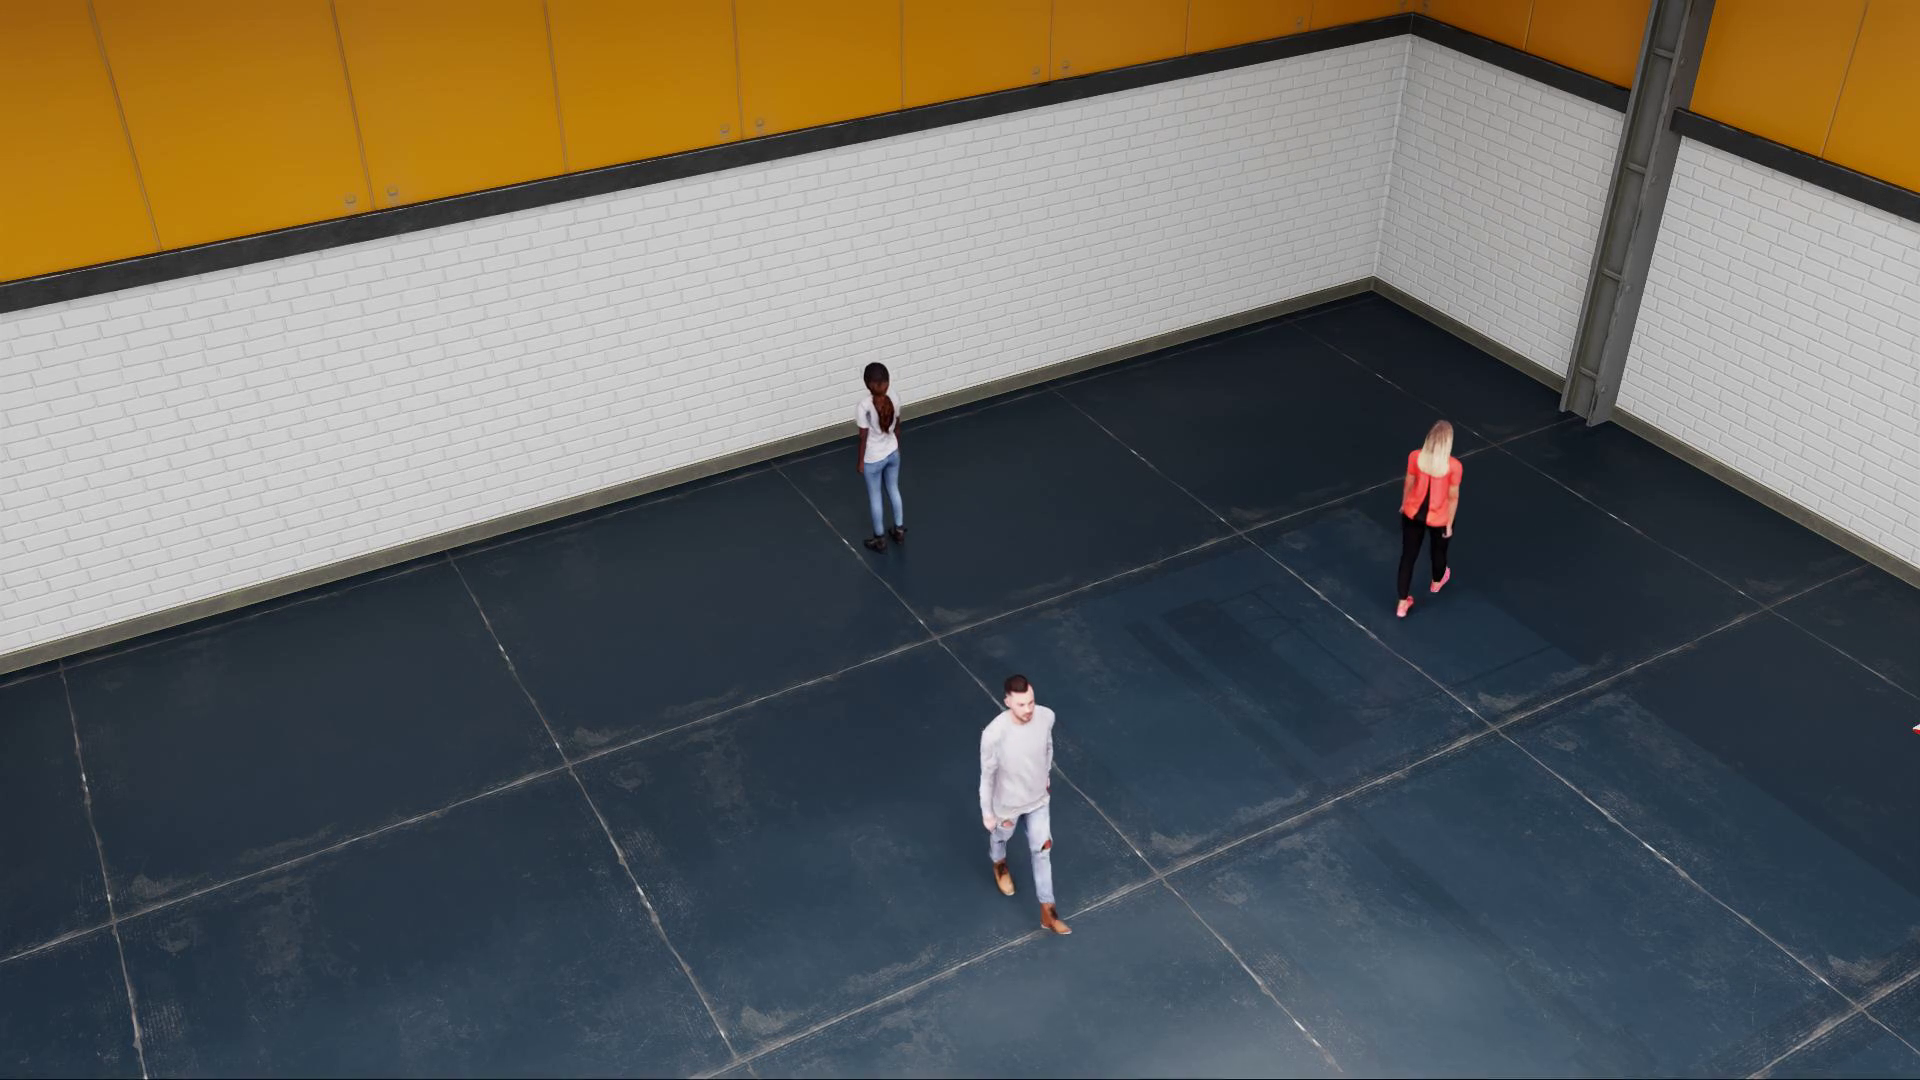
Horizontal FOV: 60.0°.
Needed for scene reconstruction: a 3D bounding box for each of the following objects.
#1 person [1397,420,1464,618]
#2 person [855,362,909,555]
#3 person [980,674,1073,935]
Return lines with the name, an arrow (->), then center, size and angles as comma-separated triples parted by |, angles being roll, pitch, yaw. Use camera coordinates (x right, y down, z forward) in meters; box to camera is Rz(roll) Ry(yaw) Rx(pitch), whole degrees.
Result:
person -> 3.594, -0.131, 12.914 | 0.976, 1.672, 0.941 | 20, 38, 27
person -> -0.654, -0.686, 13.704 | 0.619, 1.720, 0.562 | -25, 41, -32
person -> 0.316, 1.527, 10.303 | 0.773, 1.800, 1.102 | -15, 36, -21
